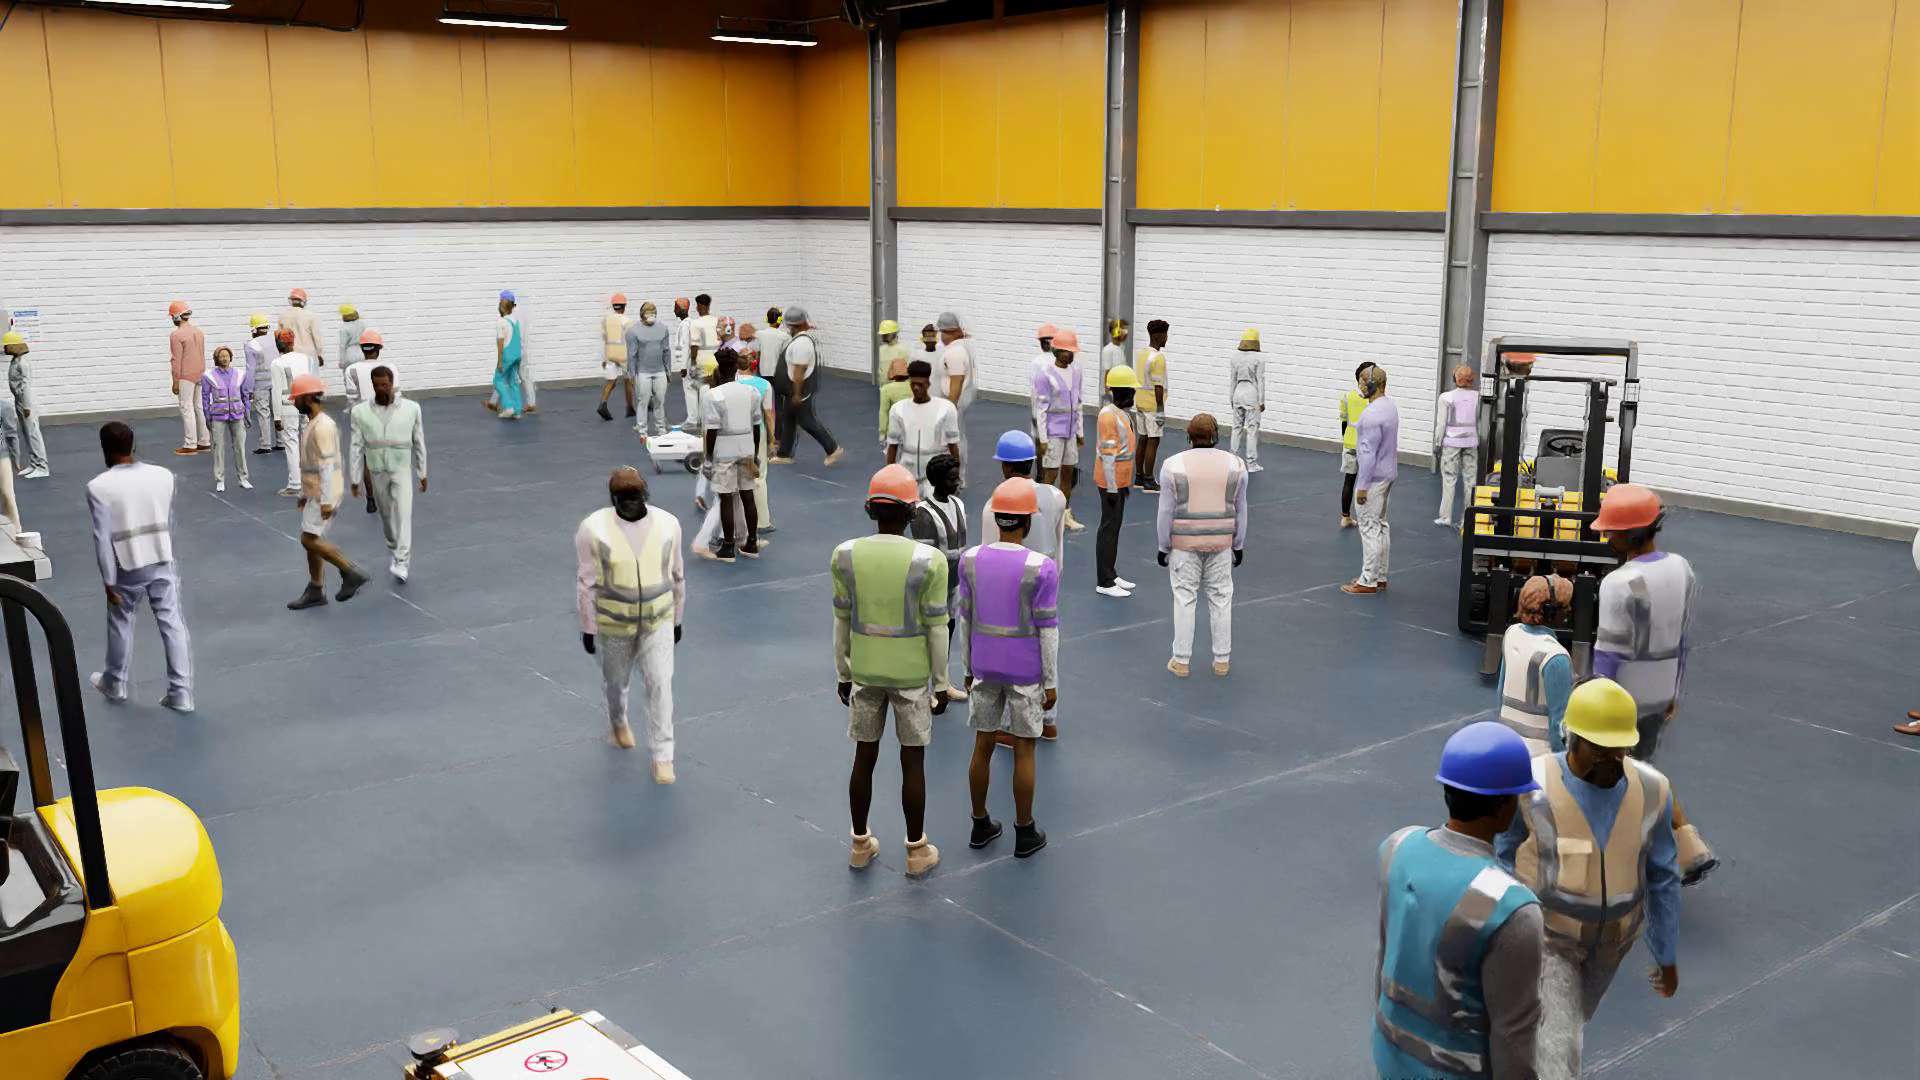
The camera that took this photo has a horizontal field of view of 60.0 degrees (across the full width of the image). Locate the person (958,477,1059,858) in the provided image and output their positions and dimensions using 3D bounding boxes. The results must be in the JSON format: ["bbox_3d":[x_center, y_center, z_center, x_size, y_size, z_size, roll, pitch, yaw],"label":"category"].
[{"bbox_3d":[0.256,0.642,8.411,0.544,1.930,0.389,6,13,27],"label":"person"}]

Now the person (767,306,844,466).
[{"bbox_3d":[-1.916,-1.916,20.490,0.956,2.000,0.675,0,12,0],"label":"person"}]

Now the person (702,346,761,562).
[{"bbox_3d":[-2.086,-0.782,15.194,0.614,1.962,0.362,-10,16,-41],"label":"person"}]

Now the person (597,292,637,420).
[{"bbox_3d":[-5.144,-2.735,24.818,0.557,1.900,0.889,4,12,17],"label":"person"}]

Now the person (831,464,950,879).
[{"bbox_3d":[-0.330,0.640,8.180,0.603,2.034,0.417,4,12,18],"label":"person"}]

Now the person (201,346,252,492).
[{"bbox_3d":[-8.306,-1.379,18.860,0.517,1.645,0.308,-9,15,-36],"label":"person"}]

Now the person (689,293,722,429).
[{"bbox_3d":[-3.618,-2.530,23.726,0.402,1.952,0.660,10,16,41],"label":"person"}]

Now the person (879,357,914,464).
[{"bbox_3d":[-0.627,-1.128,17.704,0.500,1.623,0.305,-8,14,-33],"label":"person"}]

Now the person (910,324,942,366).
[{"bbox_3d":[-0.335,-1.585,19.338,0.516,1.861,0.321,0,12,2],"label":"person"}]

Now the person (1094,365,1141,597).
[{"bbox_3d":[1.316,-0.499,13.919,0.374,1.928,0.584,3,12,15],"label":"person"}]

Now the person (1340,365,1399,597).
[{"bbox_3d":[3.451,-0.493,13.901,0.385,1.929,0.635,6,13,28],"label":"person"}]

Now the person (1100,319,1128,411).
[{"bbox_3d":[1.869,-1.720,20.016,0.349,1.854,0.581,5,13,23],"label":"person"}]

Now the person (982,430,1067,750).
[{"bbox_3d":[0.367,0.307,10.015,0.609,1.942,0.408,-9,14,-36],"label":"person"}]

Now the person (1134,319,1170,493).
[{"bbox_3d":[2.168,-1.514,18.752,0.375,1.957,0.606,-3,12,-14],"label":"person"}]

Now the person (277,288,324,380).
[{"bbox_3d":[-9.686,-2.696,24.429,0.670,1.966,0.527,1,12,3],"label":"person"}]

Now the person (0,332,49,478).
[{"bbox_3d":[-11.131,-1.606,19.746,0.344,1.735,0.482,-11,16,-41],"label":"person"}]

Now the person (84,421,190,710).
[{"bbox_3d":[-5.415,0.159,10.867,0.976,1.869,0.591,9,15,37],"label":"person"}]

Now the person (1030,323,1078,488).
[{"bbox_3d":[1.042,-1.477,18.681,0.553,1.915,0.670,-6,13,-29],"label":"person"}]

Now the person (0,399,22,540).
[{"bbox_3d":[-9.075,-0.747,15.544,0.530,1.761,0.322,-5,13,-23],"label":"person"}]

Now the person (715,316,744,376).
[{"bbox_3d":[-2.759,-1.709,19.815,0.399,1.909,0.642,-6,13,-26],"label":"person"}]

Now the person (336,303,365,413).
[{"bbox_3d":[-9.323,-2.785,25.477,0.417,1.709,0.516,6,13,26],"label":"person"}]

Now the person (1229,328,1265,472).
[{"bbox_3d":[3.499,-1.702,20.202,0.487,1.737,0.324,11,16,43],"label":"person"}]

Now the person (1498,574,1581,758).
[{"bbox_3d":[2.611,0.958,7.582,0.306,1.639,0.524,-2,12,-9],"label":"person"}]

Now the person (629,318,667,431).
[{"bbox_3d":[-4.341,-2.308,23.294,0.777,1.663,0.534,10,15,40],"label":"person"}]

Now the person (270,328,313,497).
[{"bbox_3d":[-7.402,-1.418,18.483,0.359,1.880,0.576,5,13,24],"label":"person"}]

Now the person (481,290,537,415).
[{"bbox_3d":[-6.871,-2.859,25.397,1.013,1.887,0.635,6,13,26],"label":"person"}]

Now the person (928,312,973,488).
[{"bbox_3d":[-0.158,-1.567,18.802,0.602,2.000,0.699,1,12,5],"label":"person"}]

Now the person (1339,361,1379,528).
[{"bbox_3d":[4.011,-0.927,16.549,0.317,1.696,0.539,-9,15,-38],"label":"person"}]

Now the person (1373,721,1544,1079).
[{"bbox_3d":[1.359,1.439,4.573,0.430,1.935,0.615,-4,12,-17],"label":"person"}]

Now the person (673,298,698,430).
[{"bbox_3d":[-3.913,-2.522,23.808,0.357,1.880,0.574,-1,12,-6],"label":"person"}]

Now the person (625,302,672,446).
[{"bbox_3d":[-4.149,-2.220,22.248,0.636,1.928,0.387,-9,15,-37],"label":"person"}]

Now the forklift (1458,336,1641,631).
[{"bbox_3d":[4.683,-0.471,13.136,1.214,2.155,2.313,4,12,20],"label":"forklift"}]

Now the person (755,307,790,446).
[{"bbox_3d":[-2.491,-2.178,22.214,0.534,1.855,0.345,3,12,16],"label":"person"}]

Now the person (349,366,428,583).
[{"bbox_3d":[-4.971,-0.575,14.443,0.620,1.861,1.016,-2,12,-11],"label":"person"}]

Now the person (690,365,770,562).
[{"bbox_3d":[-2.154,-0.719,15.294,0.923,1.811,0.527,-9,15,-36],"label":"person"}]

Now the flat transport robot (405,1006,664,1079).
[{"bbox_3d":[-1.347,2.004,5.853,0.652,0.197,1.431,-10,15,-40],"label":"flat transport robot"}]

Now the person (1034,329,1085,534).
[{"bbox_3d":[1.008,-1.061,16.392,0.611,2.032,0.411,-11,16,-42],"label":"person"}]

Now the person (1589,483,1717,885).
[{"bbox_3d":[3.189,0.725,7.786,0.625,2.022,0.653,-8,14,-32],"label":"person"}]

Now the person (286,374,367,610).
[{"bbox_3d":[-5.190,-0.383,13.423,0.530,1.908,0.585,-6,13,-26],"label":"person"}]

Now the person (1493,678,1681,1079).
[{"bbox_3d":[2.092,1.300,5.619,0.597,1.779,0.965,-1,12,-3],"label":"person"}]

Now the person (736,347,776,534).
[{"bbox_3d":[-2.096,-0.967,16.377,0.563,1.847,0.389,2,12,11],"label":"person"}]

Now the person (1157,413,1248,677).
[{"bbox_3d":[1.671,0.035,11.555,0.630,1.839,0.429,-1,12,-4],"label":"person"}]

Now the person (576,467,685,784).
[{"bbox_3d":[-1.911,0.442,9.676,0.631,1.804,0.891,-4,12,-20],"label":"person"}]

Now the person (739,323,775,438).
[{"bbox_3d":[-2.880,-2.173,22.820,0.808,1.584,0.515,1,12,6],"label":"person"}]

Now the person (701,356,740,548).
[{"bbox_3d":[-2.251,-0.840,15.849,0.403,1.816,0.603,-1,12,-4],"label":"person"}]

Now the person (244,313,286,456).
[{"bbox_3d":[-8.949,-2.000,21.400,0.404,1.833,0.588,6,13,25],"label":"person"}]

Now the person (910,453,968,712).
[{"bbox_3d":[-0.131,0.269,10.796,0.321,1.689,0.530,8,14,33],"label":"person"}]

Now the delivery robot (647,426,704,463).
[{"bbox_3d":[-3.425,-1.136,20.103,0.707,0.478,0.477,-1,12,-6],"label":"delivery robot"}]

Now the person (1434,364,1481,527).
[{"bbox_3d":[5.041,-0.947,16.783,0.522,1.640,0.306,-1,12,-6],"label":"person"}]

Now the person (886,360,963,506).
[{"bbox_3d":[-0.342,-0.553,14.140,0.644,1.936,0.840,3,12,15],"label":"person"}]

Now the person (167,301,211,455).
[{"bbox_3d":[-9.982,-2.093,21.497,0.412,1.982,0.623,2,12,9],"label":"person"}]

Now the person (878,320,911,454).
[{"bbox_3d":[-0.831,-1.976,21.489,0.567,1.743,0.520,11,16,42],"label":"person"}]

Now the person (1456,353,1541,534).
[{"bbox_3d":[4.936,-0.805,15.134,0.553,2.033,0.619,1,12,3],"label":"person"}]

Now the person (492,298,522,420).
[{"bbox_3d":[-6.701,-2.666,24.674,0.417,1.812,0.564,6,13,25],"label":"person"}]

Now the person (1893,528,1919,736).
[{"bbox_3d":[6.083,0.273,10.253,0.410,1.905,0.641,11,16,42],"label":"person"}]

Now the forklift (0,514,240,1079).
[{"bbox_3d":[-3.687,1.115,5.480,2.313,2.155,1.214,-9,15,-36],"label":"forklift"}]

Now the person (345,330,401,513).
[{"bbox_3d":[-6.151,-1.247,17.536,0.542,1.927,0.379,-2,12,-10],"label":"person"}]
